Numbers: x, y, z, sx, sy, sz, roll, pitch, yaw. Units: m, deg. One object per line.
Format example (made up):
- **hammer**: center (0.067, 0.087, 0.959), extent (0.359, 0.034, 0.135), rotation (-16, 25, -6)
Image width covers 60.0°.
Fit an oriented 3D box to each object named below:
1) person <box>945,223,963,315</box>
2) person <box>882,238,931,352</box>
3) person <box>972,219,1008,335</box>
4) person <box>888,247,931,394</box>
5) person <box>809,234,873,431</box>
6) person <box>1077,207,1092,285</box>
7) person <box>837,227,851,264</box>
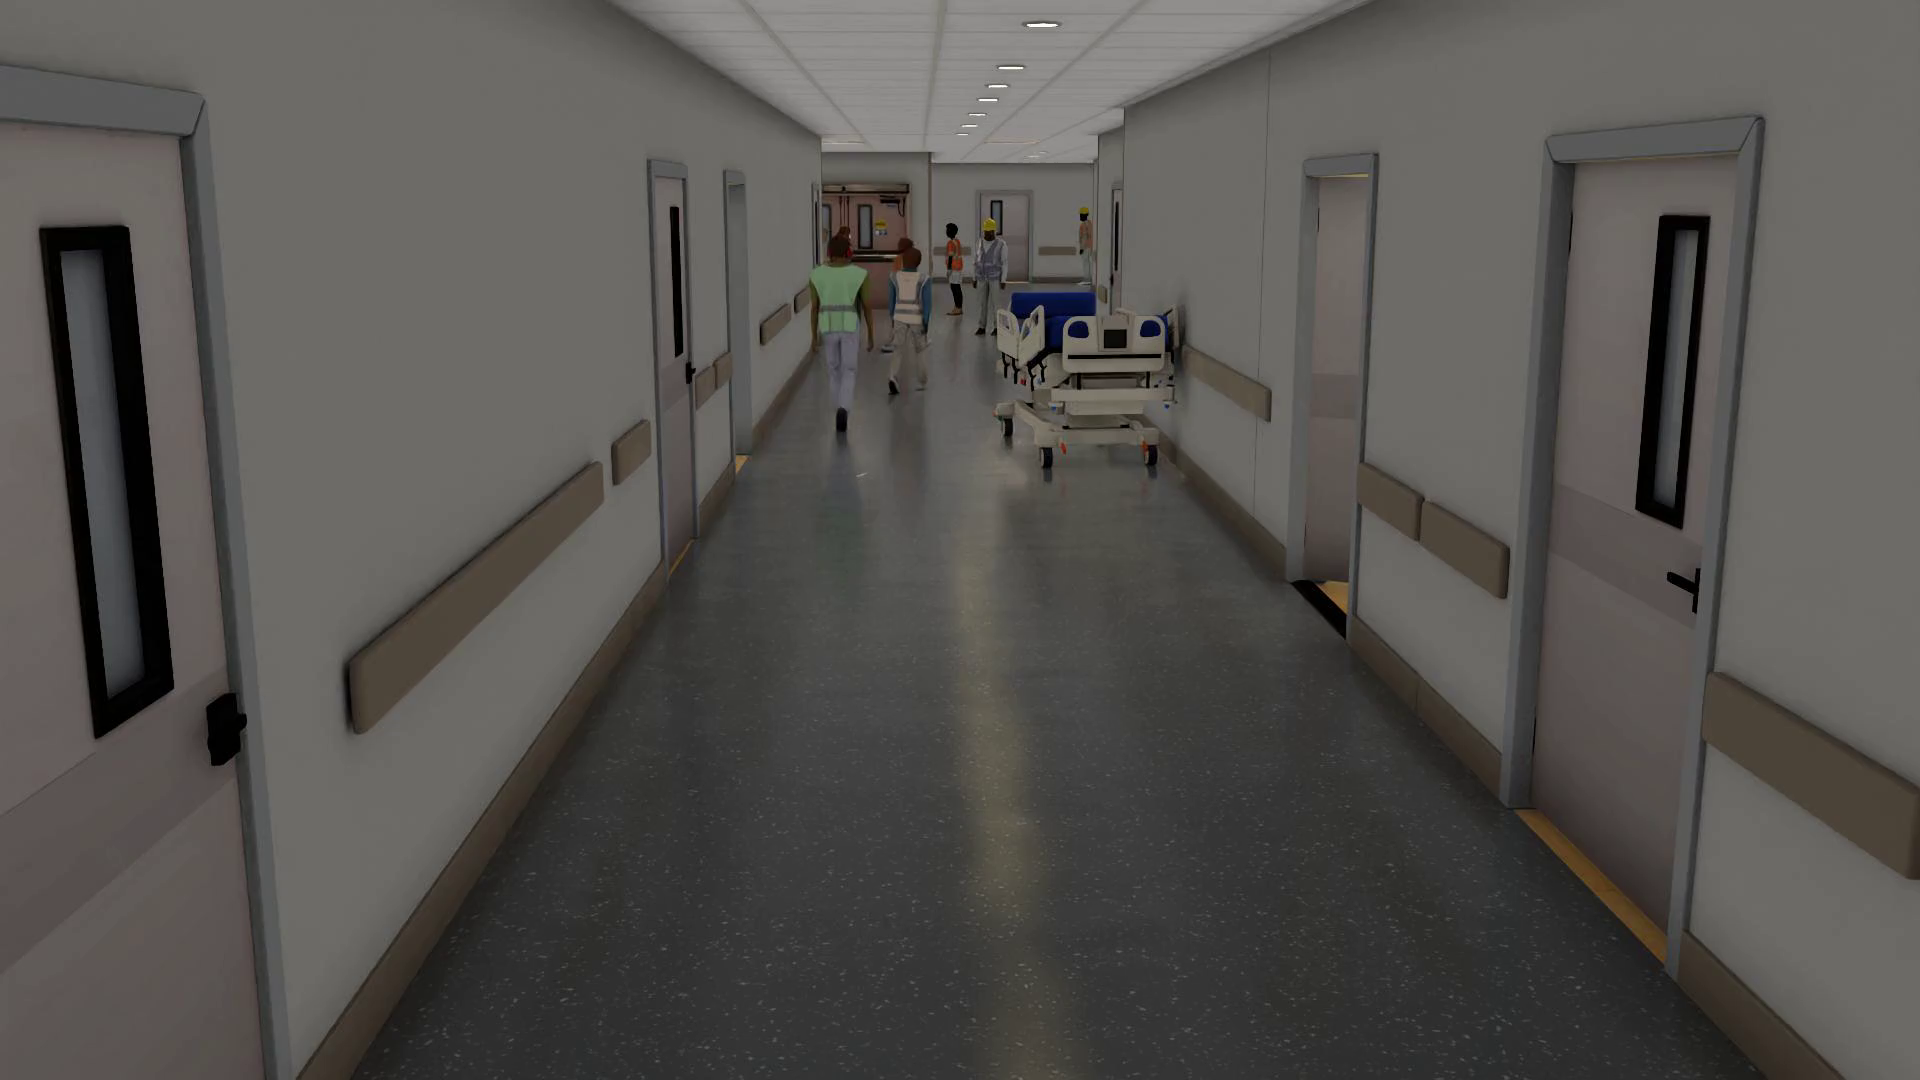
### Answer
- **person**: center (-0.112, -5.010, 30.774), extent (0.321, 1.688, 0.535), rotation (3, 12, 12)
- **person**: center (-0.750, -3.424, 23.286), extent (0.844, 1.578, 0.566), rotation (-8, 14, -34)
- **person**: center (0.462, -4.132, 26.177), extent (0.590, 1.824, 0.403), rotation (5, 13, 25)
- **person**: center (-0.569, -2.420, 18.351), extent (0.512, 1.609, 0.815), rotation (3, 12, 15)
- **person**: center (-1.113, -1.939, 15.520), extent (0.579, 1.814, 0.887), rotation (1, 12, 4)
- **person**: center (3.099, -7.303, 41.355), extent (0.369, 1.928, 0.586), rotation (4, 12, 18)
- **person**: center (-2.089, -4.848, 30.116), extent (0.275, 1.632, 0.507), rotation (0, 12, 2)
